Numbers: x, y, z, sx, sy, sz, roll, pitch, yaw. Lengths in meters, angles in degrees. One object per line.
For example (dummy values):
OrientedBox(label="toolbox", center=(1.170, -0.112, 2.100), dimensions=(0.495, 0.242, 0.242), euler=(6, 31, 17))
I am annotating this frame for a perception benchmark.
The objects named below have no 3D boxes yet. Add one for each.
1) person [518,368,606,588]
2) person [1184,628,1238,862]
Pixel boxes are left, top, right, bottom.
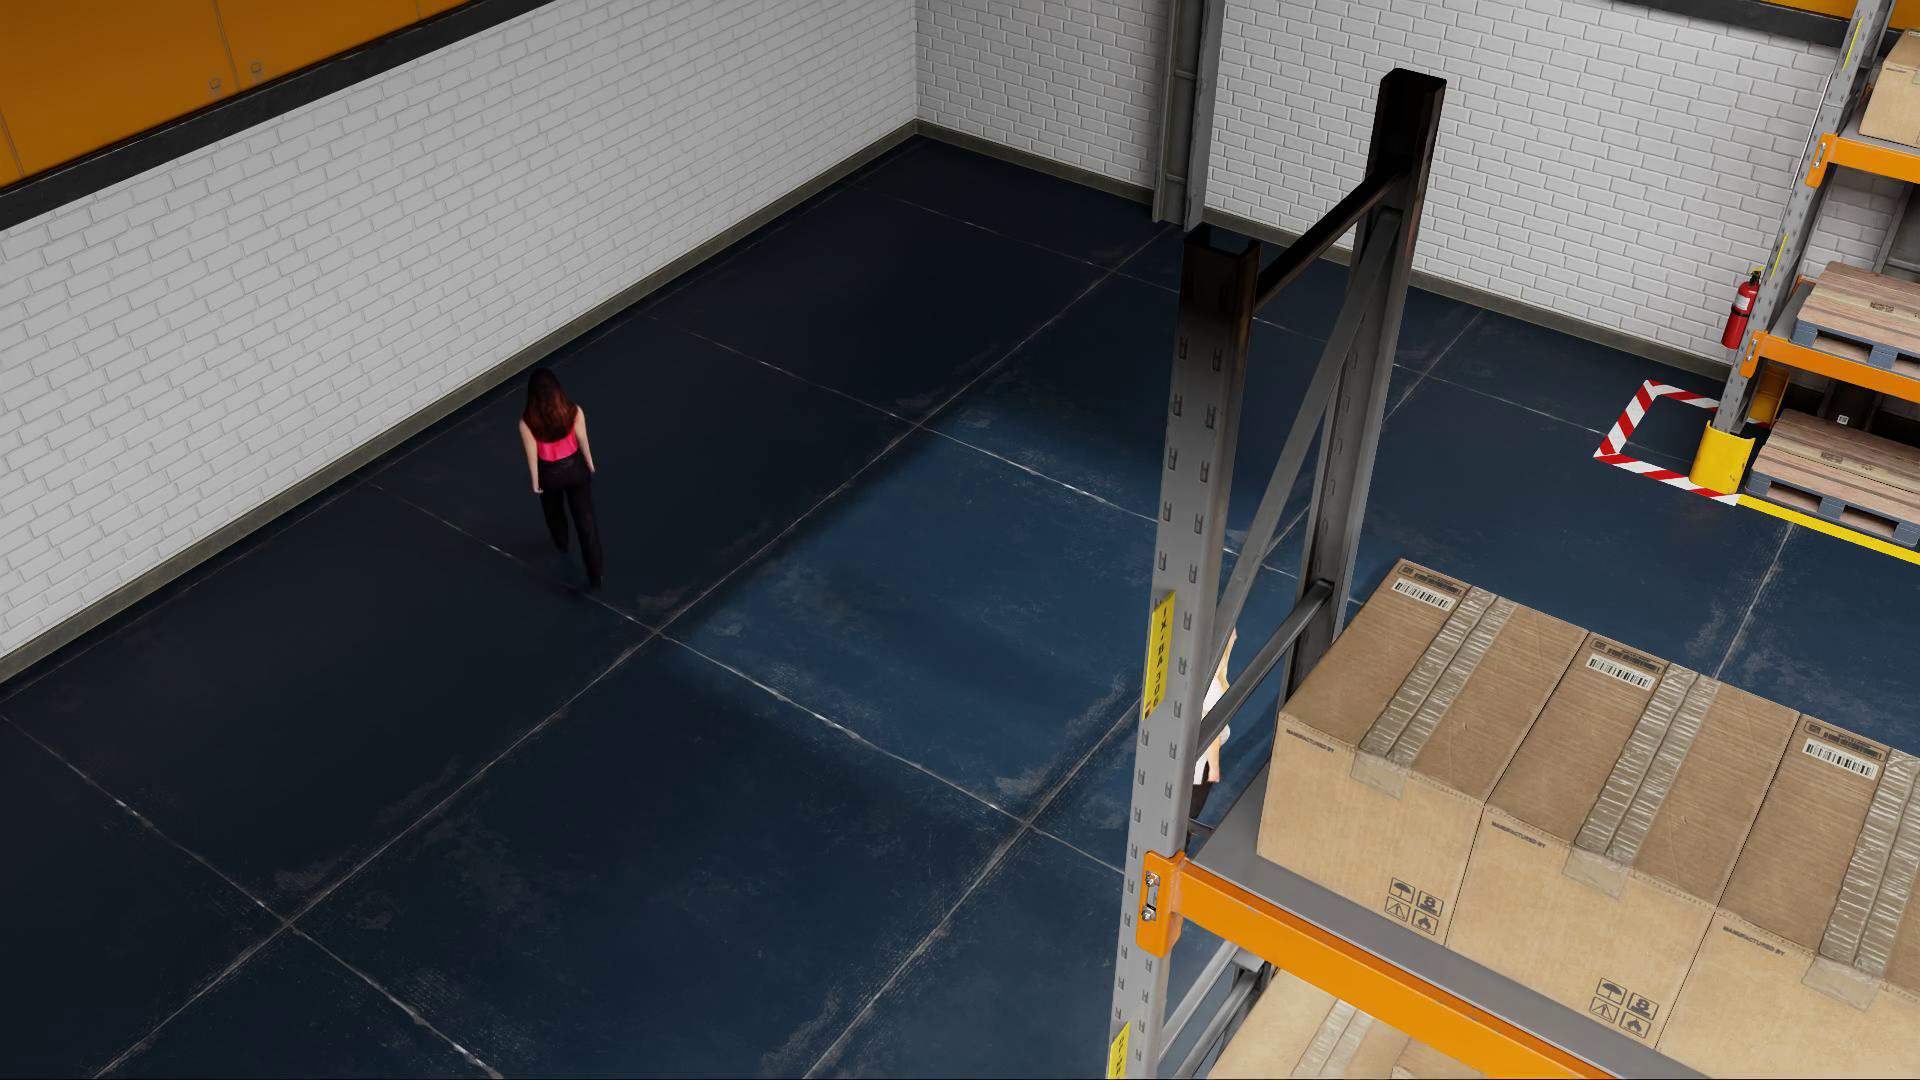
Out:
OrientedBox(label="person", center=(-2.664, -0.391, 11.219), dimensions=(0.970, 1.627, 1.147), euler=(-13, 41, -16))
OrientedBox(label="person", center=(1.285, 1.130, 9.158), dimensions=(0.732, 1.823, 0.657), euler=(-9, 40, -11))
